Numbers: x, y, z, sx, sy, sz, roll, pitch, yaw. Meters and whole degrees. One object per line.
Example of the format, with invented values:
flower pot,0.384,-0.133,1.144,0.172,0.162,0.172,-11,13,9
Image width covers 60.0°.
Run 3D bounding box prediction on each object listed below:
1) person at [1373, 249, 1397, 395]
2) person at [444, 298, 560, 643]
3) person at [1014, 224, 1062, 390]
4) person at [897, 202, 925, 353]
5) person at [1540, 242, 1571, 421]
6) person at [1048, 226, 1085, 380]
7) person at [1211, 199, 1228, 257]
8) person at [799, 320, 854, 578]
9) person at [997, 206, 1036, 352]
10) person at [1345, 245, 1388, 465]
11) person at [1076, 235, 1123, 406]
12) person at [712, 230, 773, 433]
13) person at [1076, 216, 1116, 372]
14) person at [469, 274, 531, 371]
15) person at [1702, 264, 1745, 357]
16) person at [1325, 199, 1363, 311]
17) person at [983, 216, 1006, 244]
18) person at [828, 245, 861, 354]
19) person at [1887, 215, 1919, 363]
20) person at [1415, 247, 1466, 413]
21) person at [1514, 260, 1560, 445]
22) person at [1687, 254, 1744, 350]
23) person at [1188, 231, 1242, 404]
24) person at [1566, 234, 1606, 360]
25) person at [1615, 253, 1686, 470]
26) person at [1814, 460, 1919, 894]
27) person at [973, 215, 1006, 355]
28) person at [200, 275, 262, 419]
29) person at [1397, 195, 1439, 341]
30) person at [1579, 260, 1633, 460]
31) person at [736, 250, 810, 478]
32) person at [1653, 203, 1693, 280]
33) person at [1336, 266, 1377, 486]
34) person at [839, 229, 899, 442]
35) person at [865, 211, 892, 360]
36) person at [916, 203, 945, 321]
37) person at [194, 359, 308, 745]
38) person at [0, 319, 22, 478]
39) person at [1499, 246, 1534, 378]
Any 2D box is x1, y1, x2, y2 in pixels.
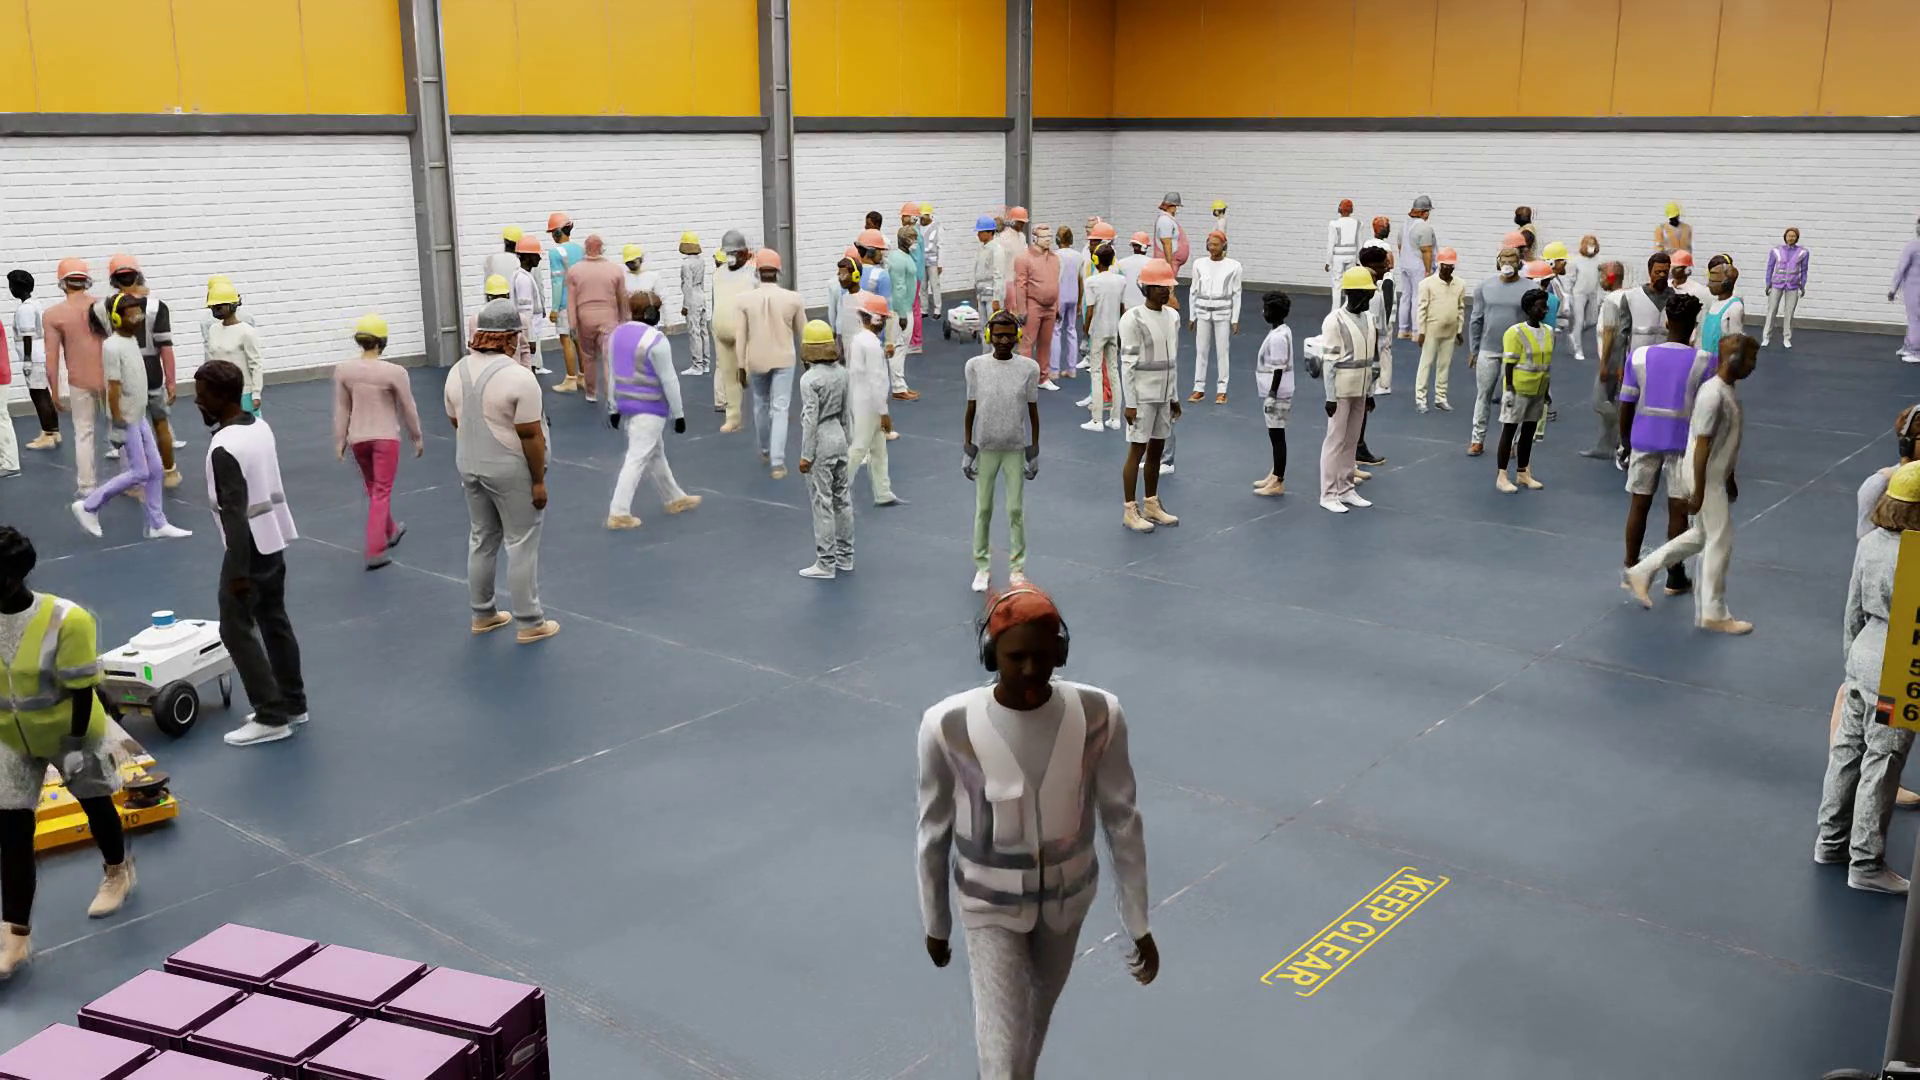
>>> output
person,4.777,-2.462,18.826,0.311,1.638,0.521,1,14,5
person,-2.682,-0.426,9.877,0.683,2.000,0.536,8,16,29
person,0.920,-2.637,18.982,0.639,1.911,0.406,-12,18,-39
person,-0.656,-3.504,22.263,0.378,1.995,0.622,-1,14,-3
person,6.094,-2.159,17.222,0.403,1.834,0.589,6,15,23
person,1.242,-2.827,19.899,0.516,1.835,0.355,-8,16,-28
person,4.393,-4.888,28.263,0.310,1.770,0.522,2,14,9
person,-0.928,-0.613,11.228,0.312,1.741,0.492,8,16,30
person,0.768,-3.481,22.285,0.962,1.938,0.616,7,15,24
person,3.647,-1.666,14.979,0.368,1.967,0.600,-1,14,-6
person,1.525,-2.358,17.845,0.375,1.917,0.598,-8,16,-28
person,-2.162,-2.089,16.522,0.681,2.000,0.687,8,16,29
person,1.652,-3.039,20.591,0.408,1.909,0.642,-6,15,-23
person,-3.935,-1.395,14.303,0.523,1.769,0.316,-7,16,-28
person,6.599,-1.478,14.480,0.325,1.842,0.513,0,14,0
person,5.948,-4.328,25.786,0.583,1.882,0.338,-3,14,-12
person,0.593,-4.133,25.500,0.515,1.641,0.314,3,14,11
person,-1.125,-2.270,17.824,0.572,1.750,0.329,4,15,14
person,12.321,-3.257,21.507,0.667,1.876,0.797,-3,14,-10
person,5.116,-2.231,17.671,0.564,1.752,0.338,-4,15,-15
person,5.477,-1.783,15.880,0.325,1.752,0.559,11,18,38
person,6.860,-1.666,15.184,0.516,1.869,0.329,11,18,38
person,2.780,-2.435,18.225,0.572,1.883,0.356,6,15,23
person,8.138,-3.180,21.730,0.504,1.624,0.506,-2,14,-7
person,6.103,-1.580,14.736,0.591,1.919,0.391,0,14,-1
person,3.719,0.536,6.635,0.302,1.743,0.494,0,14,-1
person,0.347,-2.956,20.192,0.417,1.940,0.607,-6,15,-23
person,-6.369,-1.442,14.544,0.299,1.743,0.486,10,17,36
person,6.509,-3.843,23.530,0.539,2.000,0.689,-5,15,-18
person,5.953,-1.606,15.038,0.528,1.820,0.587,10,17,36
person,-1.629,-1.573,14.671,0.636,1.934,1.033,1,14,3
person,10.706,-4.118,24.988,0.712,1.882,0.460,-3,14,-12
person,3.362,-1.395,14.145,0.343,1.847,0.506,8,16,30
person,-0.867,-1.959,16.012,0.606,2.038,0.396,11,18,38
person,-1.051,-3.289,21.564,0.391,1.918,0.590,-7,16,-25
person,-0.506,-4.332,25.926,0.592,1.825,0.403,10,17,34
person,-3.499,0.051,8.242,0.389,1.909,0.593,-1,14,-2
person,-8.428,-1.411,14.422,0.349,1.740,0.575,-10,17,-35
person,6.792,-2.771,20.157,0.855,1.591,0.516,-5,15,-20
